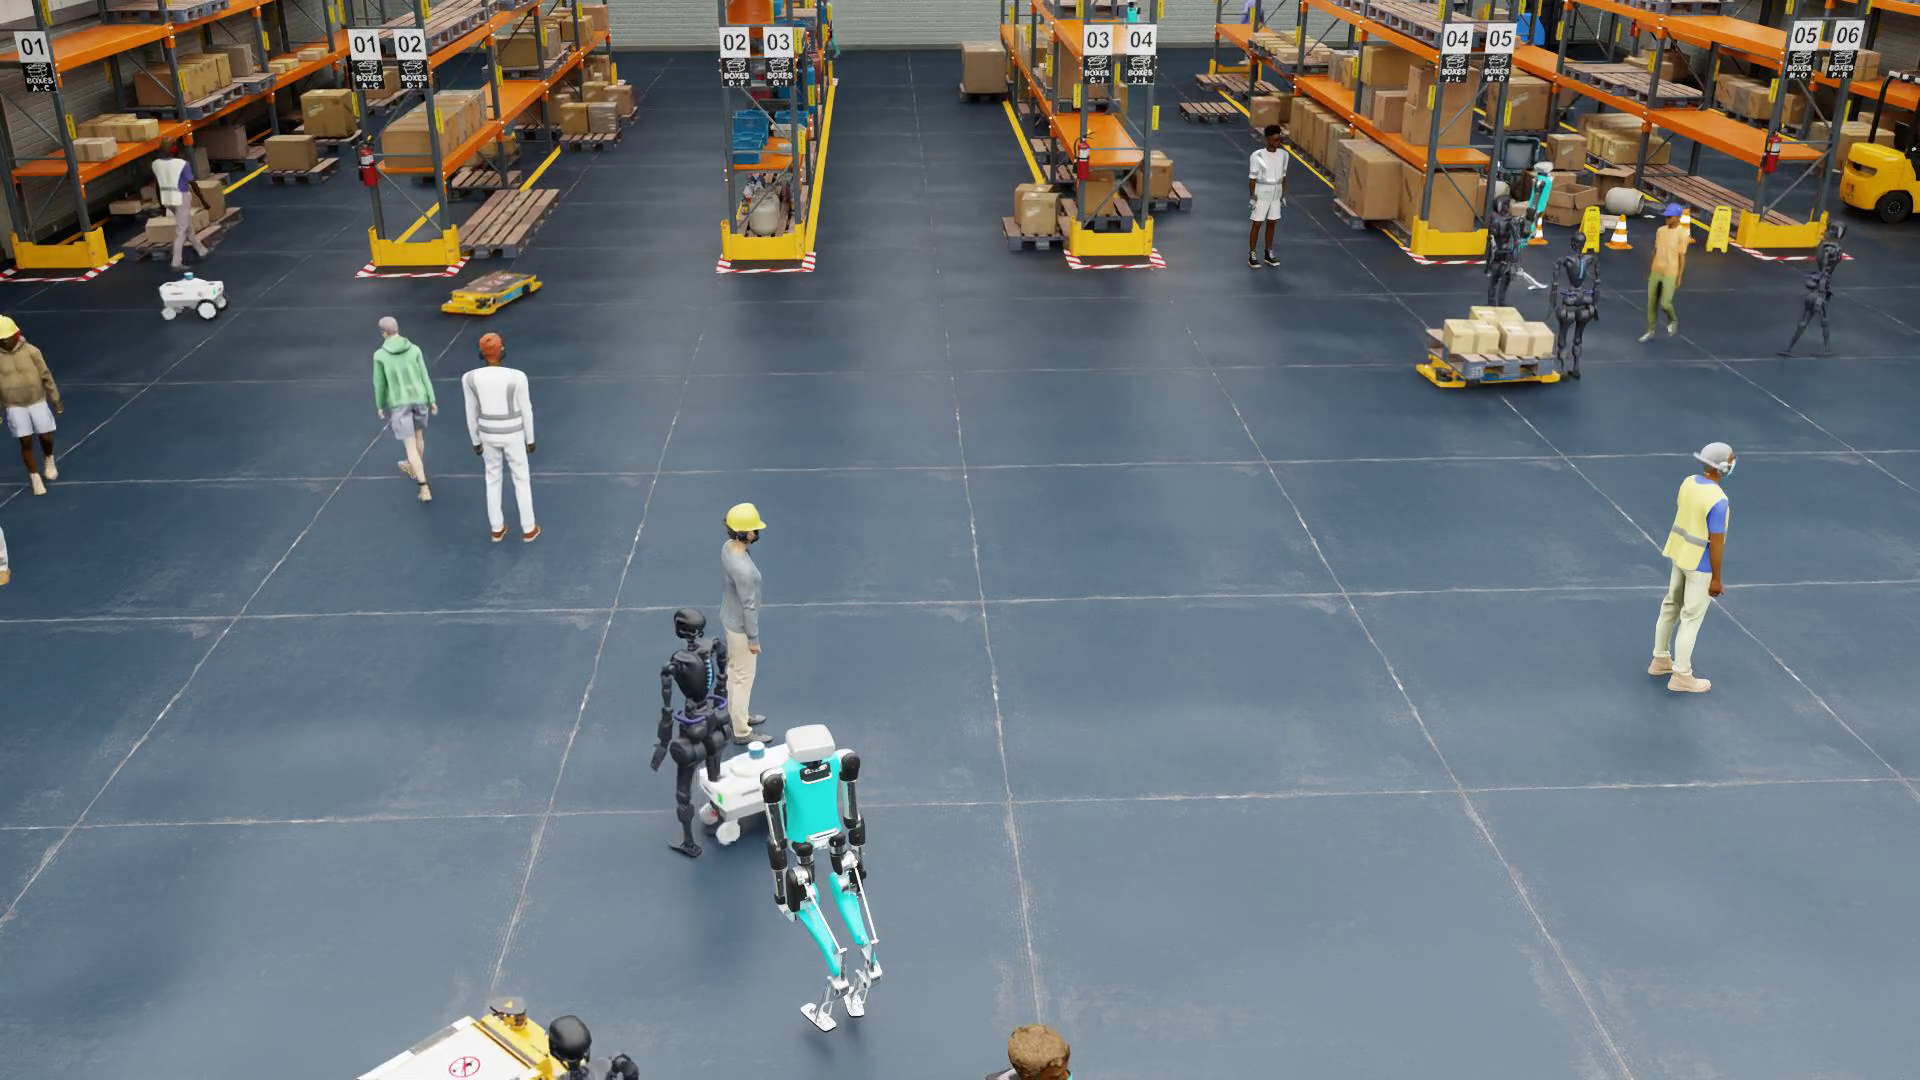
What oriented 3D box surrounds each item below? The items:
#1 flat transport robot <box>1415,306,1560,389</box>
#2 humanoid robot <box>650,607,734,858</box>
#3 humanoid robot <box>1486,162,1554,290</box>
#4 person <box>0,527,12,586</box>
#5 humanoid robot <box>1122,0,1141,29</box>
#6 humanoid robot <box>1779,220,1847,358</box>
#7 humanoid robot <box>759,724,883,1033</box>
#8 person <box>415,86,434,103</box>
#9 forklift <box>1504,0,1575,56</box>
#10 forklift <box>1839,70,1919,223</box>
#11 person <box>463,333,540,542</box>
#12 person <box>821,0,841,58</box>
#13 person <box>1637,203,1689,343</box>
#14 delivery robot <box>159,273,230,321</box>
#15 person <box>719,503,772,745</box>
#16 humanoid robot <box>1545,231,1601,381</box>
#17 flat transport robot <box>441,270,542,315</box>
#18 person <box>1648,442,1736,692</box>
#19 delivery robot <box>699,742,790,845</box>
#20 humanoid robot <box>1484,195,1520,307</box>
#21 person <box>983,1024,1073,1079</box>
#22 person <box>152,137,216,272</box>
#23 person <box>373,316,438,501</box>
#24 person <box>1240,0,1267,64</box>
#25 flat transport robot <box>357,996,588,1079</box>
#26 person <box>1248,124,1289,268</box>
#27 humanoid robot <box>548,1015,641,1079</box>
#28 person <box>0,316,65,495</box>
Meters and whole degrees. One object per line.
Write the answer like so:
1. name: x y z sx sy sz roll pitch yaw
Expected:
1. flat transport robot: 5.968 -1.941 18.835 1.431 0.231 0.659 -4 24 -9
2. humanoid robot: -1.612 1.153 10.136 0.339 1.651 0.600 17 29 33
3. humanoid robot: 7.373 -4.150 22.041 1.035 1.753 0.541 14 27 28
4. person: -8.194 -0.501 13.612 0.564 1.890 0.384 -5 24 -11
5. humanoid robot: 4.149 -11.766 39.082 0.537 1.729 0.958 -14 27 -28
6. humanoid robot: 10.017 -2.887 19.251 0.713 1.631 0.589 14 28 29
7. humanoid robot: -0.640 1.798 8.462 0.533 1.677 0.735 -12 27 -25
8. person: -10.883 -9.318 33.702 0.549 1.651 0.792 0 24 0
9. forklift: 14.700 -13.805 42.301 1.873 2.768 1.129 -1 24 -2
10. forklift: 15.132 -6.143 25.915 2.313 2.155 1.214 -1 24 -2
11. person: -3.991 -0.883 14.489 0.568 1.875 0.340 1 24 1
12. person: -3.403 -12.968 41.827 0.941 1.712 0.529 -10 26 -21
13. person: 8.420 -3.175 19.837 0.455 1.699 0.467 -14 28 -29
14. delivery robot: -9.696 -3.082 21.044 0.791 0.592 0.499 -2 24 -4
15. person: -1.464 0.566 11.371 0.337 1.756 0.516 -9 25 -19
16. humanoid robot: 6.920 -2.617 18.647 0.591 1.643 0.453 -2 24 -4
17. flat transport robot: -6.113 -3.236 21.743 0.659 0.231 1.431 6 25 14
18. person: 5.319 0.193 12.046 0.401 1.894 0.523 -4 24 -9
19. delivery robot: -1.270 1.558 10.605 0.764 0.582 0.499 -14 28 -29
20. humanoid robot: 6.651 -3.419 20.436 0.352 1.638 0.609 -9 26 -19
21. person: 0.256 2.658 6.476 0.350 1.914 0.498 7 25 15
22. person: -10.827 -4.685 23.125 0.586 1.790 0.993 8 25 18
23. person: -5.159 -1.247 15.512 0.511 1.684 0.935 -17 29 -33
24. person: 7.258 -12.622 41.007 0.674 1.765 0.366 -5 24 -11
25. flat transport robot: -2.616 2.795 8.193 0.659 0.231 1.431 20 31 37
26. person: 4.286 -4.791 23.153 0.605 1.966 0.368 -10 26 -21
27. humanoid robot: -1.428 2.662 6.772 0.596 1.635 0.633 -21 32 -39
28. person: -8.708 -1.270 15.514 0.607 1.741 0.469 -13 27 -27
